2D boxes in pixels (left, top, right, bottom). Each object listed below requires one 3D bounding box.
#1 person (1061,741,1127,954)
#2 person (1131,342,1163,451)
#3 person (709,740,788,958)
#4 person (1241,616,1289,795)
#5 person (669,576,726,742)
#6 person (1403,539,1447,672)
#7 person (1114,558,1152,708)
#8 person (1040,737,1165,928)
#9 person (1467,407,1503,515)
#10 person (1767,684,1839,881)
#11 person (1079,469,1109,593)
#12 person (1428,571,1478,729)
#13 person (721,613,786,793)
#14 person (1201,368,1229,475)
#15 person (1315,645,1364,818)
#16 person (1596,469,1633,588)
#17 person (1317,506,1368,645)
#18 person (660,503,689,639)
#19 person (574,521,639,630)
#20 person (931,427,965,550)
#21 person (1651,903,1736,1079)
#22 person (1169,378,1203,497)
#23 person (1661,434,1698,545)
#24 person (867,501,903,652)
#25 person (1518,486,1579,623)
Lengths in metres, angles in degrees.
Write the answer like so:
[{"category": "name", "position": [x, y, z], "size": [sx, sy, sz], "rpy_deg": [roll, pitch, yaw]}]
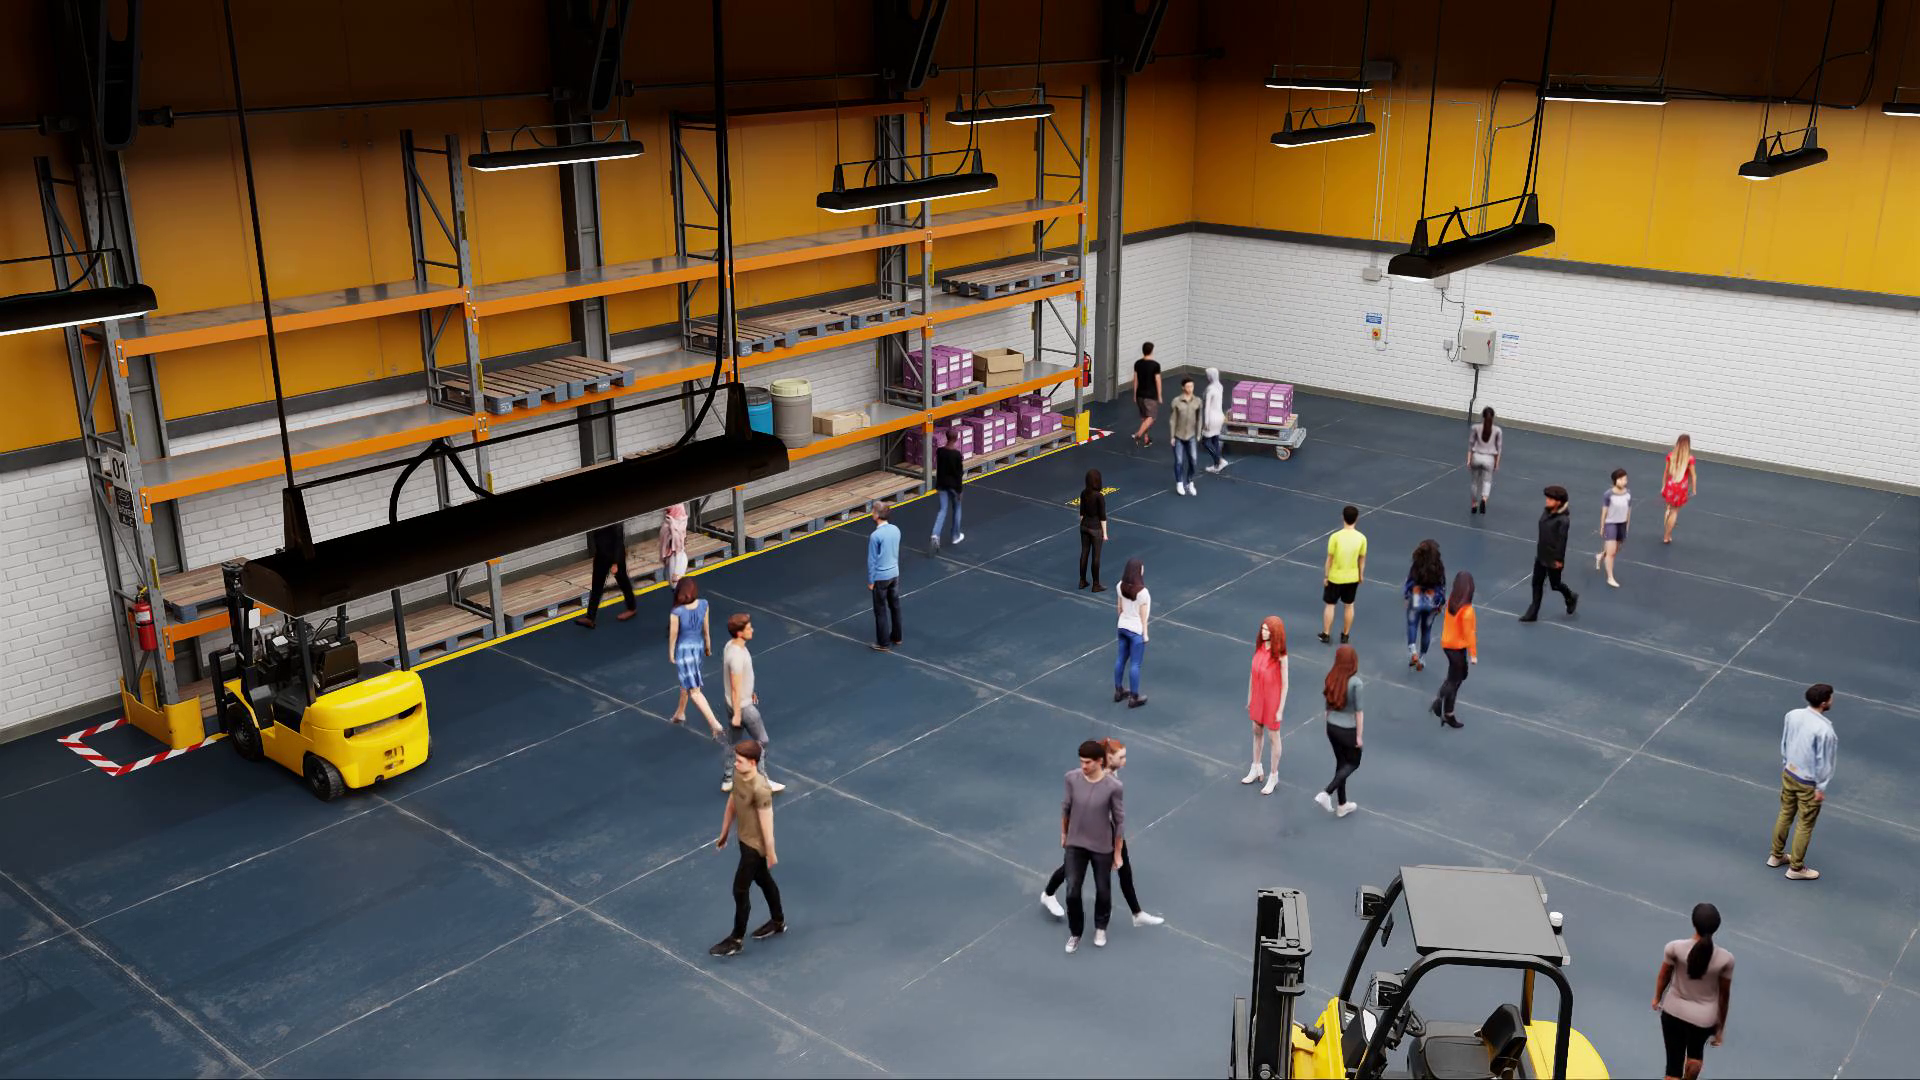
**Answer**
[{"category": "person", "position": [1.102, 2.458, 13.709], "size": [0.859, 1.836, 0.892], "rpy_deg": [4, 19, 12]}, {"category": "person", "position": [3.133, -2.421, 28.180], "size": [0.688, 1.847, 1.000], "rpy_deg": [13, 23, 35]}, {"category": "person", "position": [-1.617, 2.474, 13.681], "size": [1.084, 1.824, 0.888], "rpy_deg": [-9, 21, -26]}, {"category": "person", "position": [3.018, 1.593, 16.291], "size": [0.615, 1.827, 0.654], "rpy_deg": [-11, 22, -30]}, {"category": "person", "position": [-2.760, 1.283, 17.321], "size": [0.718, 1.759, 1.098], "rpy_deg": [14, 23, 36]}, {"category": "person", "position": [5.305, 0.769, 19.074], "size": [0.758, 1.614, 0.813], "rpy_deg": [6, 20, 17]}, {"category": "person", "position": [1.880, 1.015, 18.235], "size": [0.597, 1.682, 0.636], "rpy_deg": [-14, 23, -35]}, {"category": "person", "position": [1.086, 2.466, 13.941], "size": [0.855, 1.674, 1.292], "rpy_deg": [10, 21, 28]}, {"category": "person", "position": [7.735, -1.128, 24.625], "size": [0.760, 1.665, 0.861], "rpy_deg": [6, 20, 18]}, {"category": "person", "position": [7.493, 2.119, 14.756], "size": [0.780, 1.811, 0.755], "rpy_deg": [-4, 19, -12]}, {"category": "person", "position": [1.721, -0.134, 21.713], "size": [0.575, 1.640, 0.502], "rpy_deg": [16, 25, 40]}, {"category": "person", "position": [5.187, 1.176, 17.683], "size": [0.835, 1.729, 0.763], "rpy_deg": [1, 19, 3]}, {"category": "person", "position": [-2.227, 1.606, 16.178], "size": [0.996, 1.875, 0.914], "rpy_deg": [-5, 19, -16]}, {"category": "person", "position": [4.131, -1.881, 26.708], "size": [0.686, 1.763, 0.736], "rpy_deg": [-16, 24, -39]}, {"category": "person", "position": [3.557, 1.848, 15.704], "size": [0.856, 1.720, 0.702], "rpy_deg": [-13, 22, -33]}, {"category": "person", "position": [8.653, -0.204, 22.076], "size": [0.951, 1.542, 0.957], "rpy_deg": [-4, 19, -11]}, {"category": "person", "position": [4.612, 0.424, 19.957], "size": [0.724, 1.704, 0.772], "rpy_deg": [-1, 19, -2]}, {"category": "person", "position": [-3.415, 0.317, 20.120], "size": [0.783, 1.803, 0.720], "rpy_deg": [-1, 19, -4]}, {"category": "person", "position": [-4.224, 0.185, 20.485], "size": [0.834, 1.819, 1.224], "rpy_deg": [14, 23, 36]}, {"category": "person", "position": [-0.190, -0.701, 23.264], "size": [0.763, 1.725, 1.122], "rpy_deg": [10, 21, 26]}, {"category": "person", "position": [4.975, 3.314, 11.337], "size": [0.809, 1.727, 0.972], "rpy_deg": [5, 19, 15]}, {"category": "person", "position": [3.457, -1.633, 25.835], "size": [0.828, 1.851, 0.891], "rpy_deg": [-2, 19, -5]}, {"category": "person", "position": [10.093, -0.701, 23.492], "size": [0.612, 1.578, 0.710], "rpy_deg": [18, 25, 42]}, {"category": "person", "position": [-0.889, 0.411, 19.825], "size": [0.705, 1.813, 0.500], "rpy_deg": [14, 23, 35]}, {"category": "person", "position": [7.367, 0.187, 20.577], "size": [1.156, 1.757, 0.931], "rpy_deg": [-8, 20, -22]}]
